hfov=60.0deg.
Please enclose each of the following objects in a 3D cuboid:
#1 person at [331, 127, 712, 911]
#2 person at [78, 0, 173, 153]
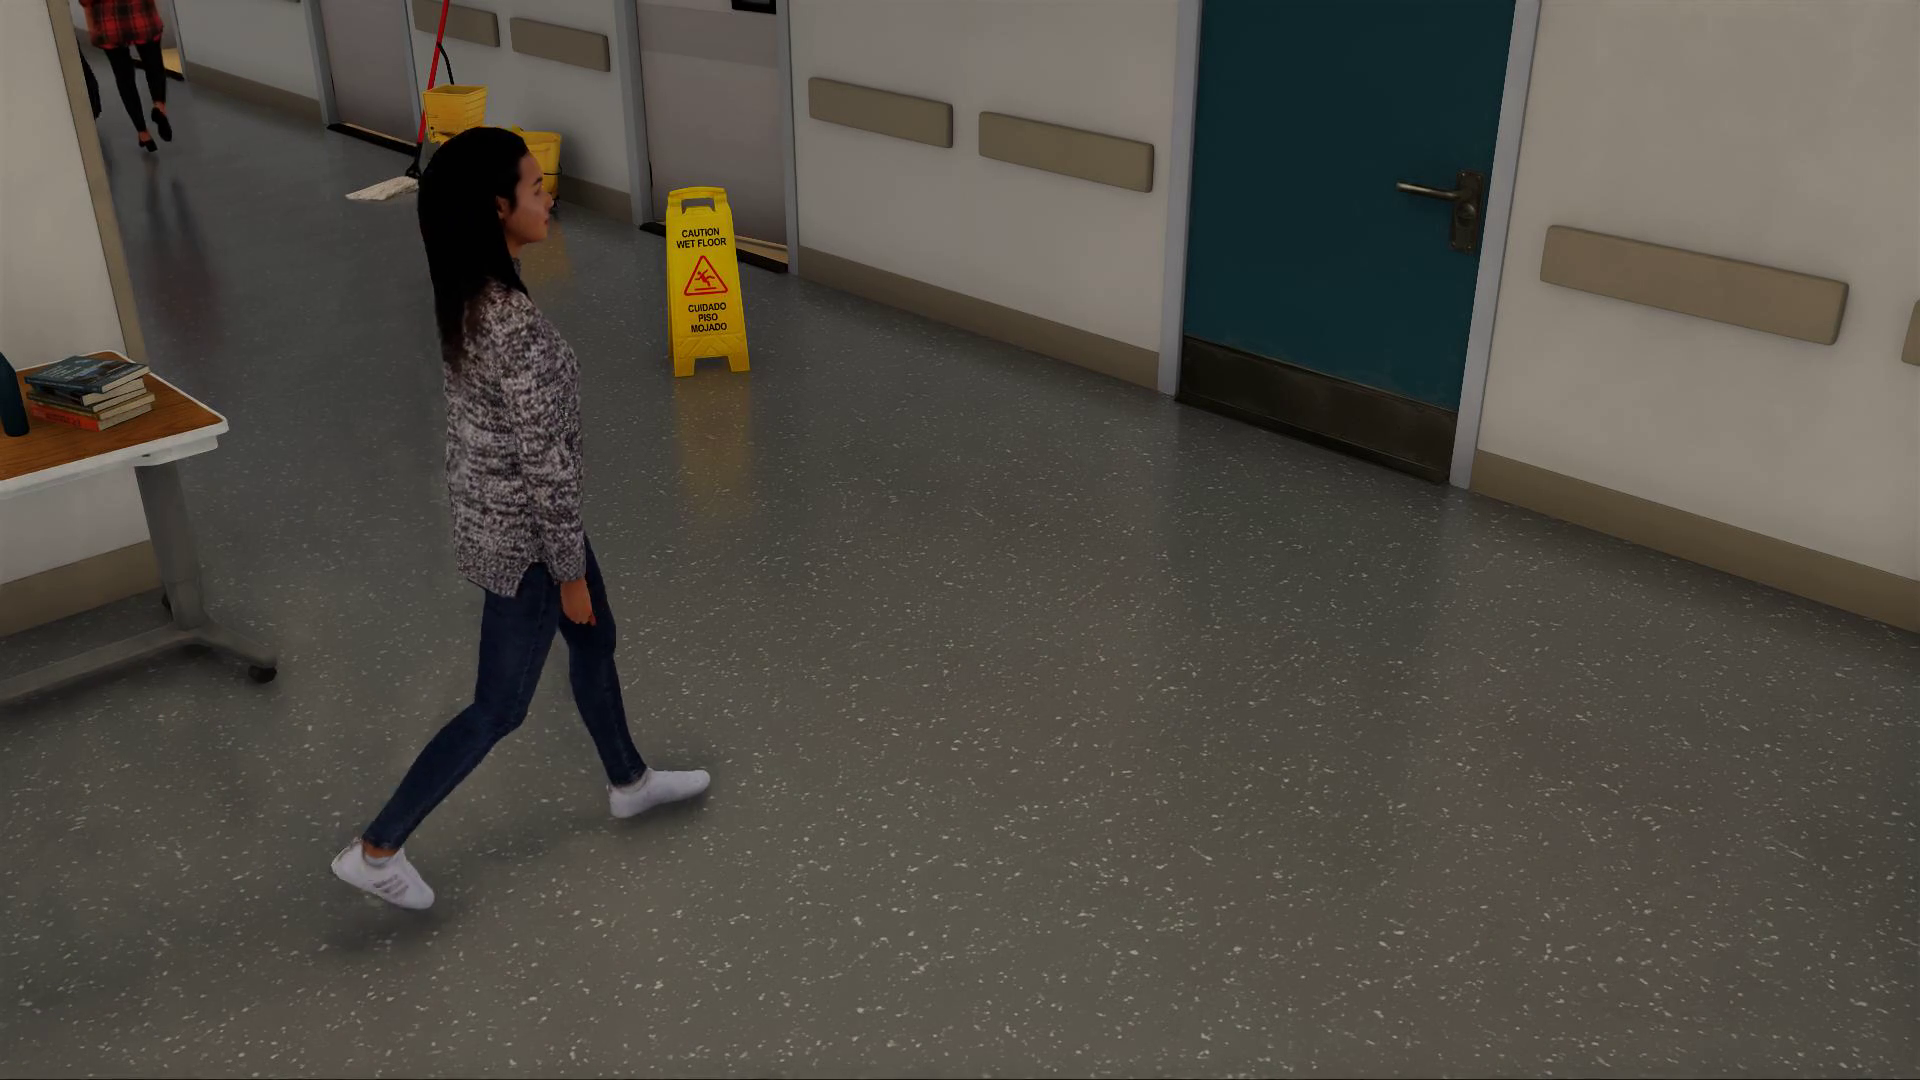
[{"bbox_3d":[-1.026,0.017,3.565,0.864,1.699,1.149,-15,30,-28],"label":"person"},{"bbox_3d":[-5.176,-3.234,10.320,0.736,1.688,0.907,-15,30,-29],"label":"person"}]
